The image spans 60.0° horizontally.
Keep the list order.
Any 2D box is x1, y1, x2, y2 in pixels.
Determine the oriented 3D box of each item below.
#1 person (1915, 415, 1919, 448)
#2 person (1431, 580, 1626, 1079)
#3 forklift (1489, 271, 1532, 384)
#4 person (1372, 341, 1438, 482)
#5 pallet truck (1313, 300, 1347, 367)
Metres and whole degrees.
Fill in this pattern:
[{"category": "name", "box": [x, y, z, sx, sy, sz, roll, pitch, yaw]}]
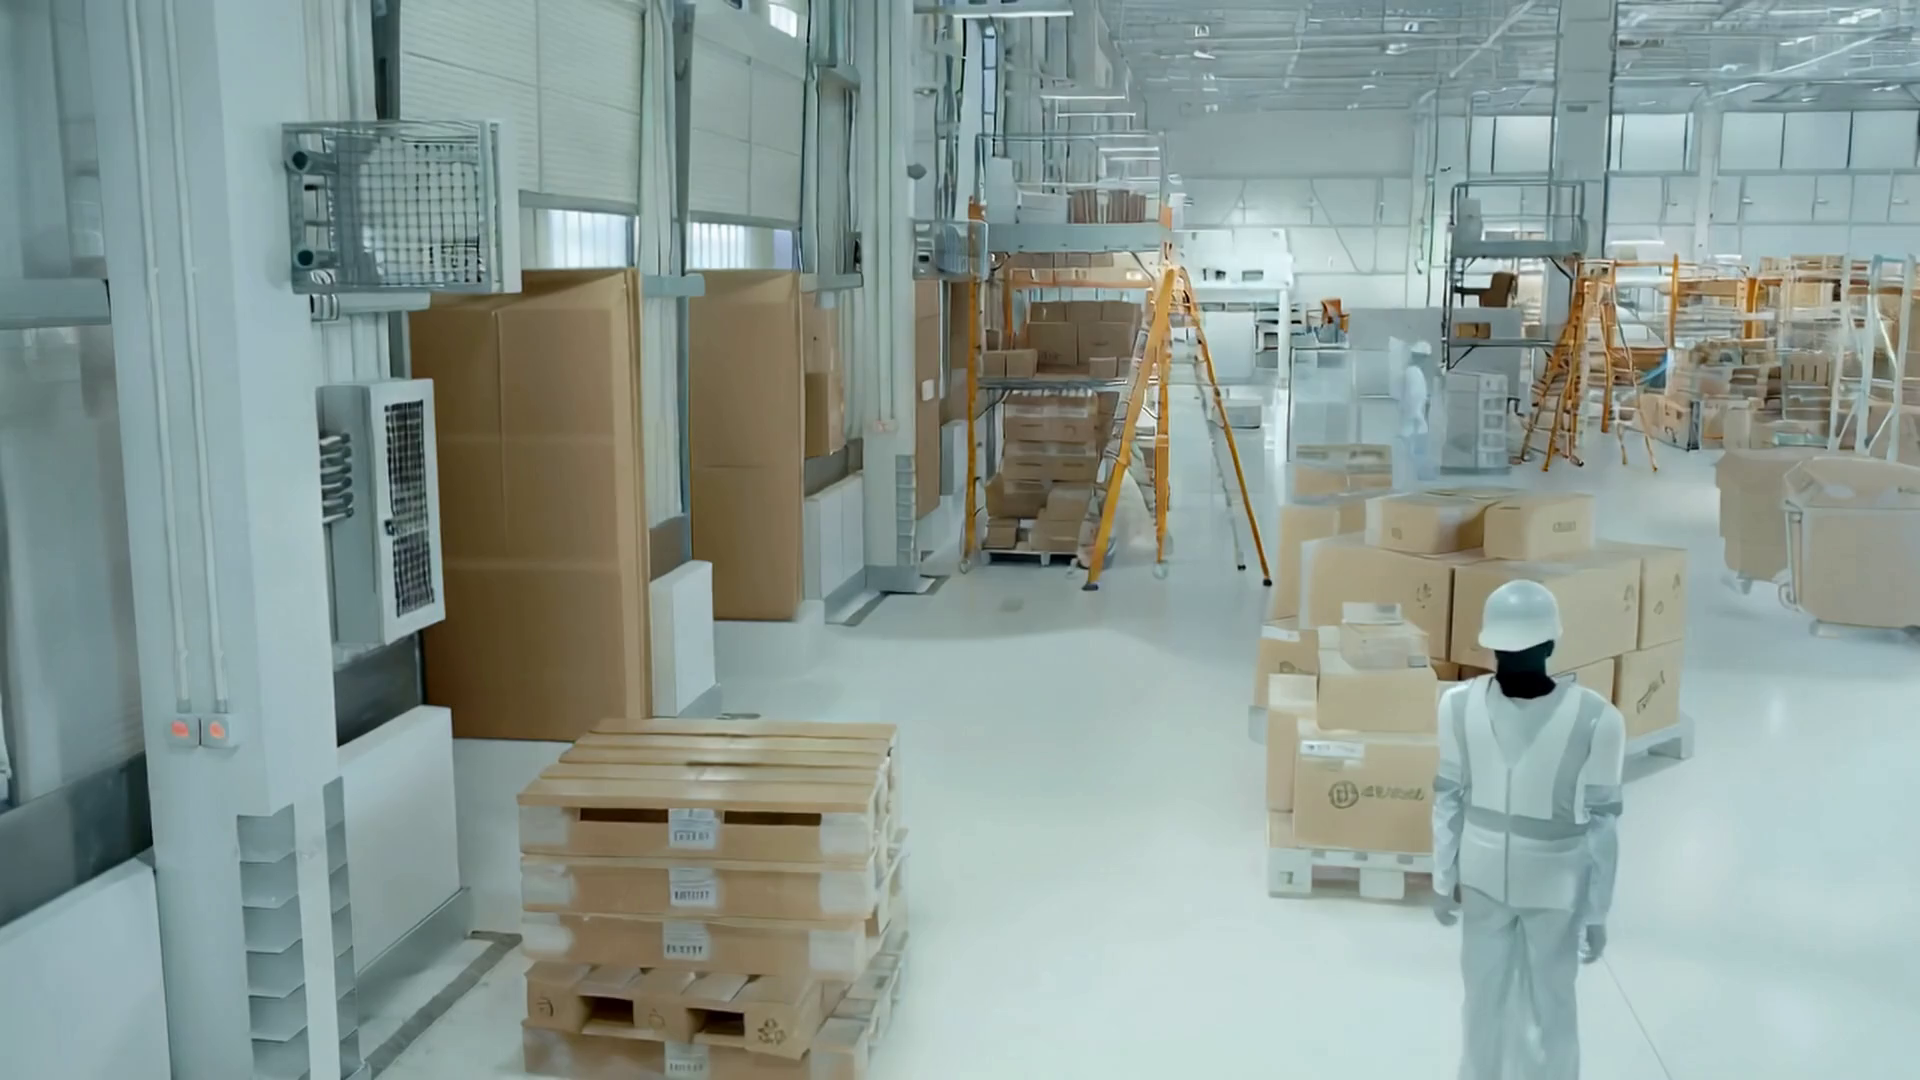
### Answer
[{"category": "person", "box": [15.596, -2.331, 26.667, 0.322, 1.738, 0.486, 8, 12, 39]}, {"category": "person", "box": [1.730, 1.064, 5.169, 0.586, 1.918, 0.398, 7, 12, 37]}, {"category": "forklift", "box": [13.422, -5.322, 41.591, 1.873, 2.768, 1.129, 1, 9, 9]}, {"category": "person", "box": [6.071, -1.748, 22.570, 0.867, 1.905, 0.562, 7, 11, 35]}, {"category": "pallet truck", "box": [11.159, -6.200, 49.718, 0.823, 1.965, 1.885, 4, 10, 26]}]
